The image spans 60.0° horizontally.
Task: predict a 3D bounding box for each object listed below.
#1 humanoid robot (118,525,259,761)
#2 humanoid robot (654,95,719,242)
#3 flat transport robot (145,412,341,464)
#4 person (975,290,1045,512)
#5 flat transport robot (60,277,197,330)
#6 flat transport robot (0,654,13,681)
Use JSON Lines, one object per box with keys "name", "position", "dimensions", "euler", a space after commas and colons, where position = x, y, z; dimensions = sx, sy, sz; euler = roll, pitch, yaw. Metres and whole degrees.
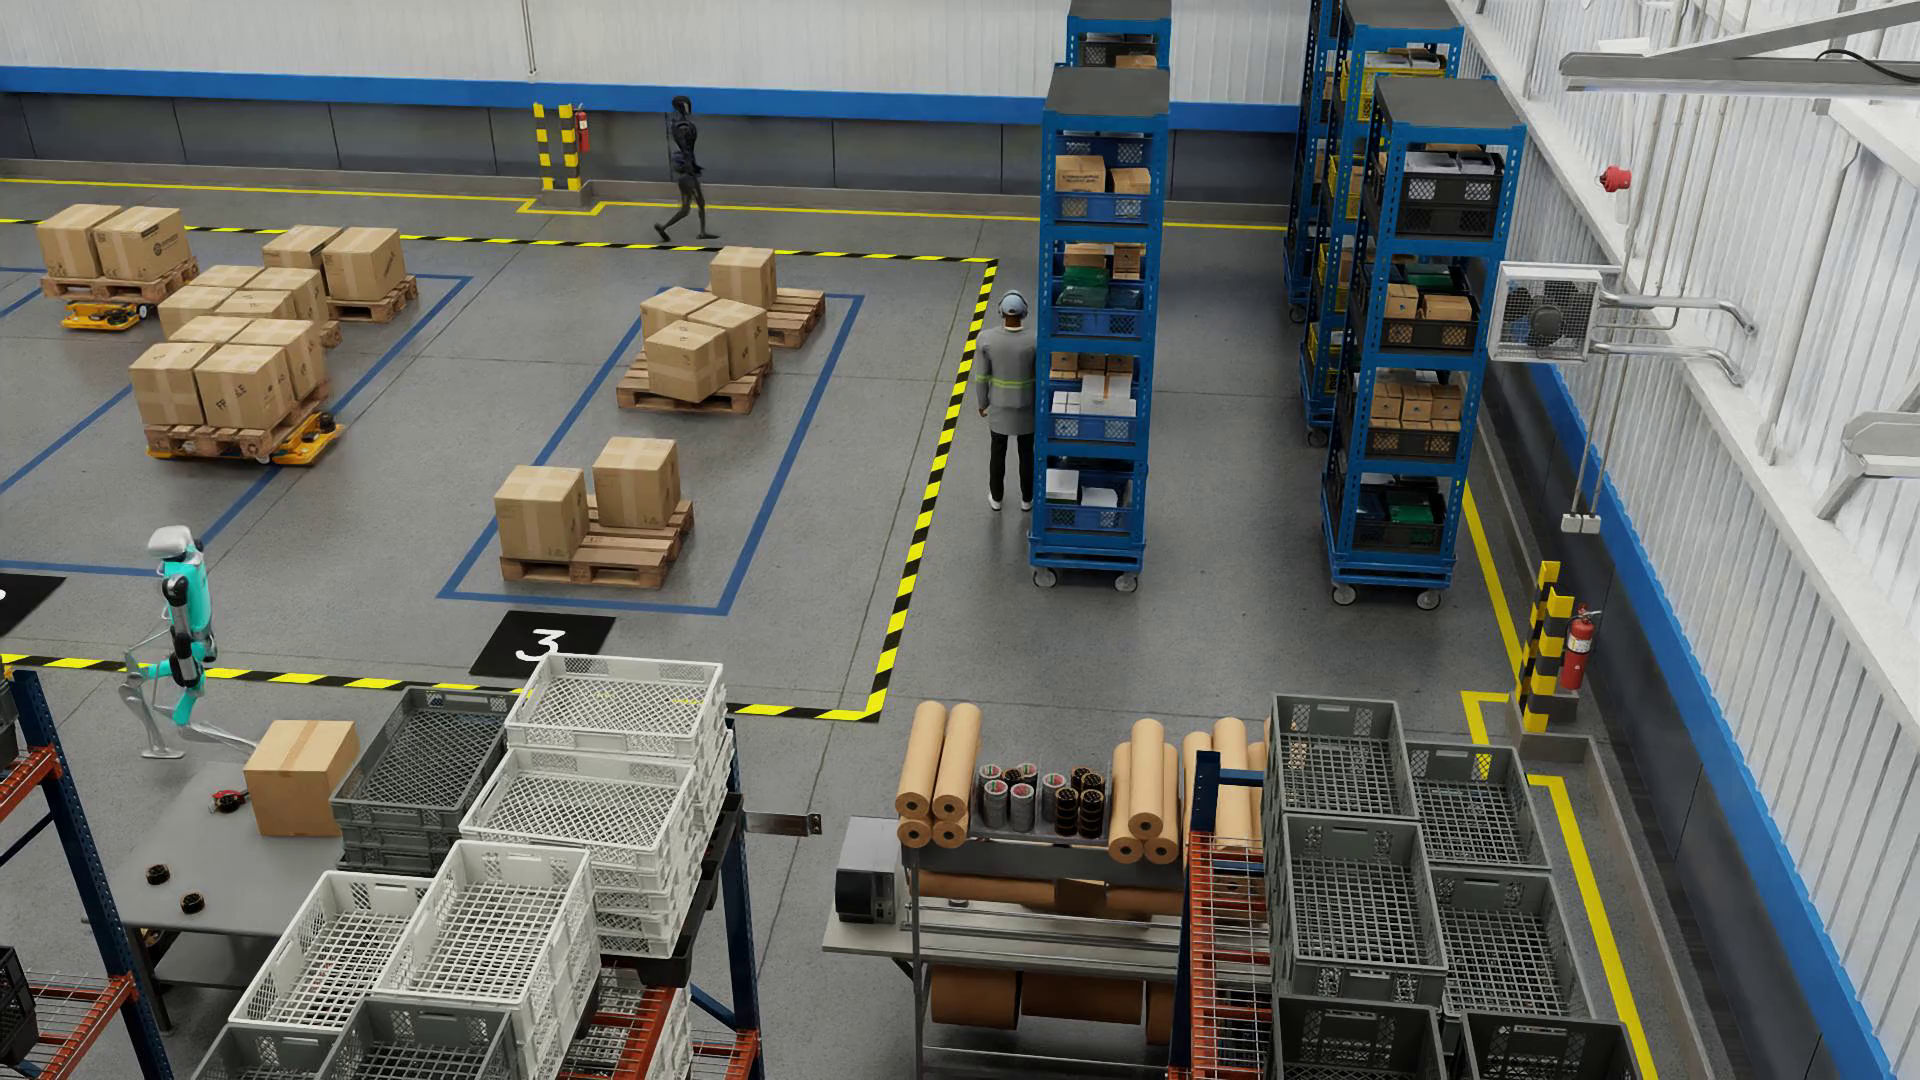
{"name": "humanoid robot", "position": [-4.773, 0.715, 10.020], "dimensions": [1.061, 1.744, 0.554], "euler": [-5, 31, -9]}
{"name": "humanoid robot", "position": [-3.065, -4.085, 18.320], "dimensions": [0.696, 1.633, 0.599], "euler": [-2, 30, -4]}
{"name": "flat transport robot", "position": [-6.122, -0.910, 14.209], "dimensions": [1.431, 0.197, 0.652], "euler": [3, 30, 6]}
{"name": "person", "position": [0.416, -1.079, 12.954], "dimensions": [0.587, 1.852, 0.366], "euler": [3, 30, 5]}
{"name": "flat transport robot", "position": [-8.472, -2.512, 16.960], "dimensions": [0.652, 0.197, 1.431], "euler": [3, 30, 6]}
{"name": "flat transport robot", "position": [-7.142, 0.969, 11.010], "dimensions": [1.431, 0.231, 0.659], "euler": [3, 30, 6]}
